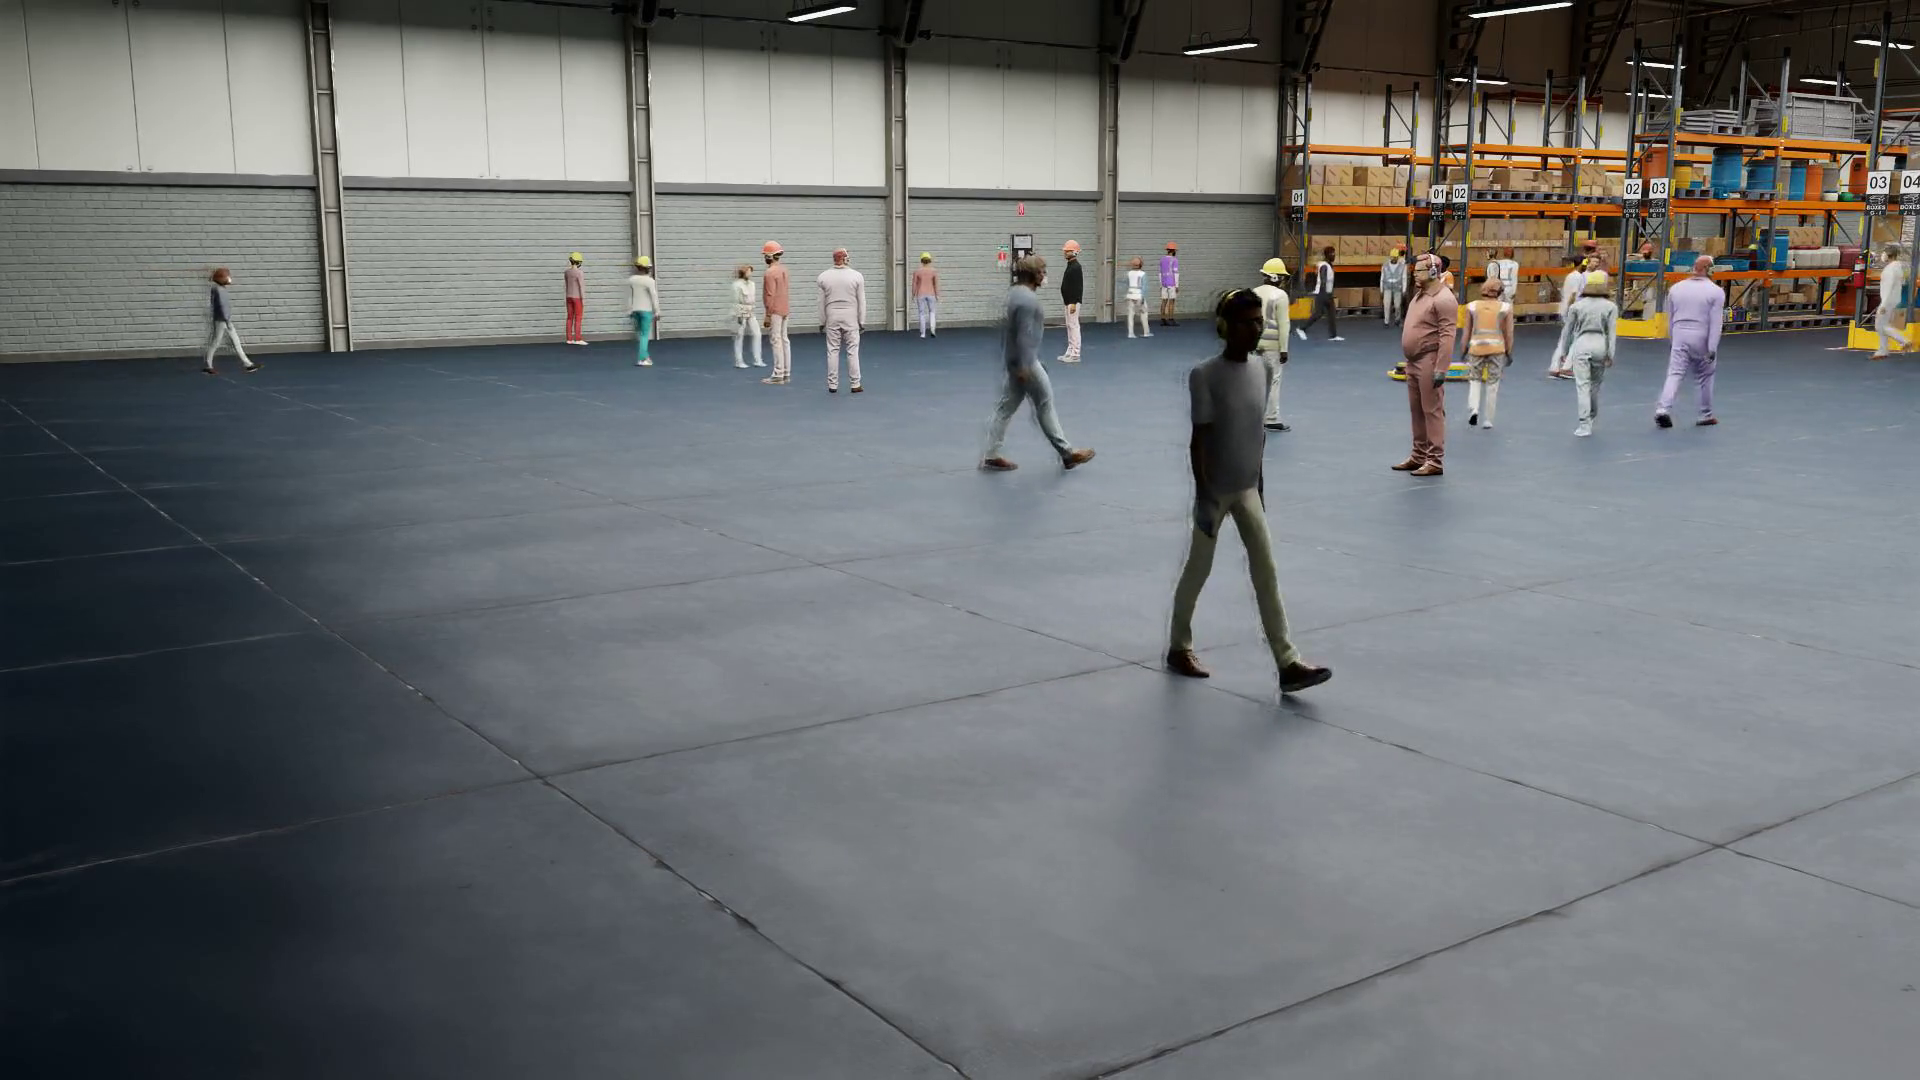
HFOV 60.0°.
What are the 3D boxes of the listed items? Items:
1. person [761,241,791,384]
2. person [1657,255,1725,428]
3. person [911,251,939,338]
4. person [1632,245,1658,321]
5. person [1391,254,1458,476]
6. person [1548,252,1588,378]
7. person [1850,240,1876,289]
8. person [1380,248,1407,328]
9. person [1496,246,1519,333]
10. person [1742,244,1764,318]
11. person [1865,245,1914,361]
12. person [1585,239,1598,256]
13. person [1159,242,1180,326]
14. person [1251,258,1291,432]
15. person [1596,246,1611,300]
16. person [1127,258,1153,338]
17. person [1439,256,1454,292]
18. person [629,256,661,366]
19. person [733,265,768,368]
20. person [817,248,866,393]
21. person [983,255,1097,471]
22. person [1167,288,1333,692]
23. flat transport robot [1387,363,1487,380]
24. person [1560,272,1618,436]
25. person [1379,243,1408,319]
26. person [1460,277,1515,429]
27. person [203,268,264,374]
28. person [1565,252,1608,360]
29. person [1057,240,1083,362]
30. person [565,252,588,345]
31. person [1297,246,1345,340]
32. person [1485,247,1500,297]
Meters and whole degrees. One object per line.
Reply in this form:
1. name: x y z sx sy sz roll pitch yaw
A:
1. person: -2.598 -3.187 23.351 0.394 1.994 0.612 3 11 18
2. person: 7.920 -2.142 17.994 0.958 1.869 0.649 -9 14 -41
3. person: -0.704 -4.962 33.736 0.544 1.760 0.372 -1 10 -8
4. person: 15.326 -5.645 37.147 0.558 1.873 1.004 10 14 43
5. person: 4.018 -1.510 14.407 0.405 1.906 0.653 -2 10 -10
6. person: 8.842 -3.250 24.154 0.552 1.827 0.535 0 10 -1
7. person: 23.918 -6.973 44.083 0.640 2.000 0.983 5 12 26
8. person: 9.828 -5.709 37.713 0.600 1.813 0.707 4 11 20
9. person: 11.605 -5.342 35.527 0.748 1.861 0.594 -9 14 -42
10. person: 19.089 -6.154 39.977 0.984 1.880 0.594 -8 13 -37
11. person: 15.415 -3.899 27.464 0.606 1.920 0.642 7 12 33
12. person: 14.053 -5.749 37.385 0.911 2.009 0.613 -5 12 -26
13. person: 4.848 -5.892 38.345 0.374 1.933 0.550 -8 13 -38
14. person: 3.286 -2.063 17.649 0.404 1.829 0.591 -6 12 -30
15. person: 13.638 -5.381 35.751 0.653 1.865 0.757 -3 11 -15
16. person: 3.662 -4.918 33.888 0.524 1.618 0.657 10 14 42
17. person: 9.142 -4.521 31.484 0.321 1.696 0.537 -2 11 -12
18. person: -5.007 -3.660 26.625 0.543 1.745 0.599 7 12 33
19. person: -3.277 -3.479 25.962 0.648 1.613 0.547 7 12 33
20. person: -1.558 -2.898 22.028 0.640 1.904 0.401 1 10 6
21. person: 0.674 -1.535 14.574 1.022 1.884 0.655 -1 10 -6
22. person: 1.275 -0.212 7.526 0.554 1.819 0.971 -6 12 -30
23. flat transport robot: 6.952 -2.440 23.986 1.431 0.197 0.652 1 10 4
24. person: 6.583 -1.954 17.419 0.508 1.674 0.919 2 11 13
25. person: 10.988 -6.513 41.864 0.949 1.901 0.553 -4 11 -22
26. person: 5.659 -2.004 17.872 0.566 1.618 0.366 4 11 23
27. person: -10.993 -3.277 24.955 0.868 1.579 0.518 -2 11 -13
28. person: 10.136 -3.745 26.908 0.581 1.814 0.637 2 11 13
29. person: 1.839 -3.940 27.479 0.372 1.996 0.620 -2 10 -8
30. person: -7.326 -4.602 31.769 0.521 1.762 0.335 8 13 36
31. person: 7.207 -4.909 33.112 0.895 1.891 0.600 5 11 24
32. person: 10.971 -5.115 34.333 0.328 1.844 0.513 5 12 27
